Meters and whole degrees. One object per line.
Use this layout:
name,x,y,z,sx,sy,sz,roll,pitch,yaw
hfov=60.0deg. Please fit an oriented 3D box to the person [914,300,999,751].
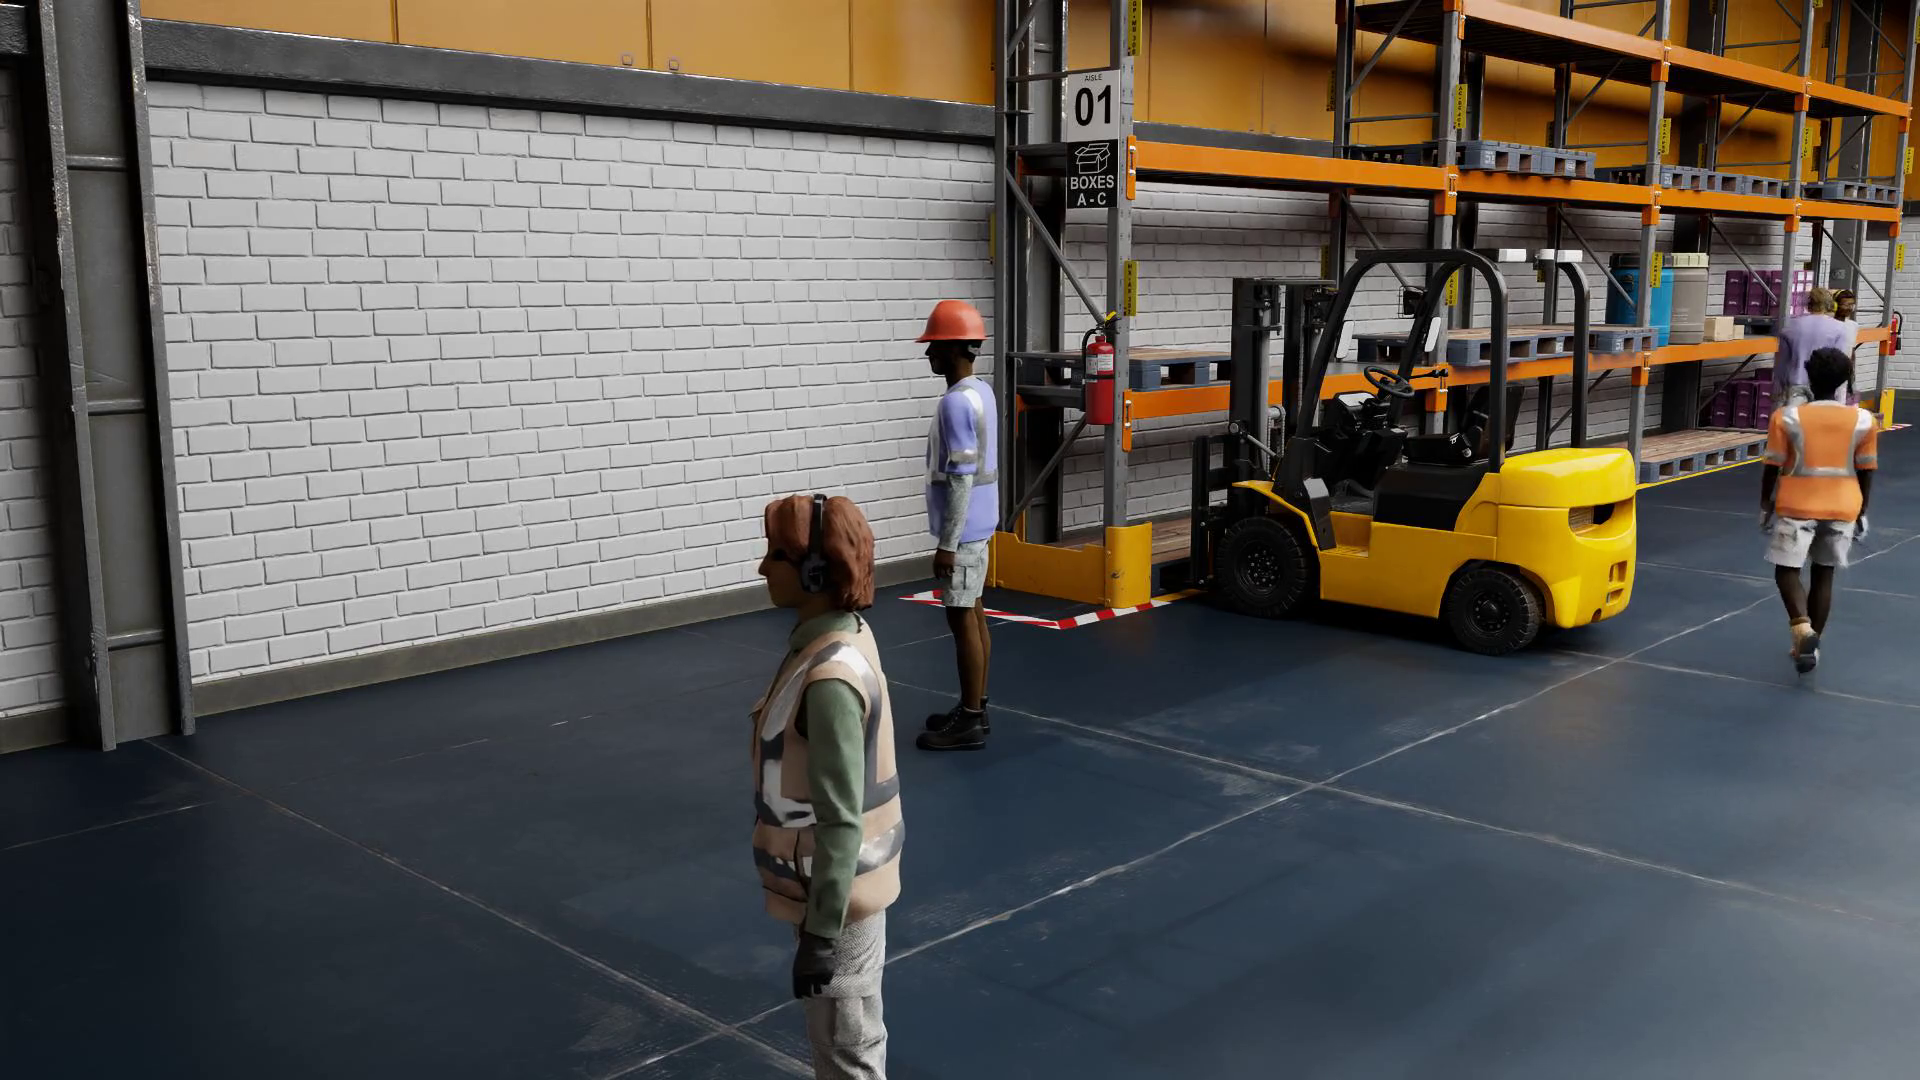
person,-0.018,-0.058,7.183,0.361,1.938,0.545,2,9,9

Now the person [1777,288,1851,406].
person,8.008,-1.407,15.636,0.659,1.883,0.999,9,13,44

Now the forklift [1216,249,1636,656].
forklift,2.710,-0.584,9.626,2.313,2.155,1.214,9,13,43

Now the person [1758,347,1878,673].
person,4.373,-0.136,8.459,0.543,1.681,0.670,2,9,11

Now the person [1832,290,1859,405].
person,9.089,-1.666,17.294,0.511,1.860,0.318,-2,10,-13

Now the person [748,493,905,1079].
person,-0.266,0.716,3.342,0.310,1.642,0.514,-1,9,-5
